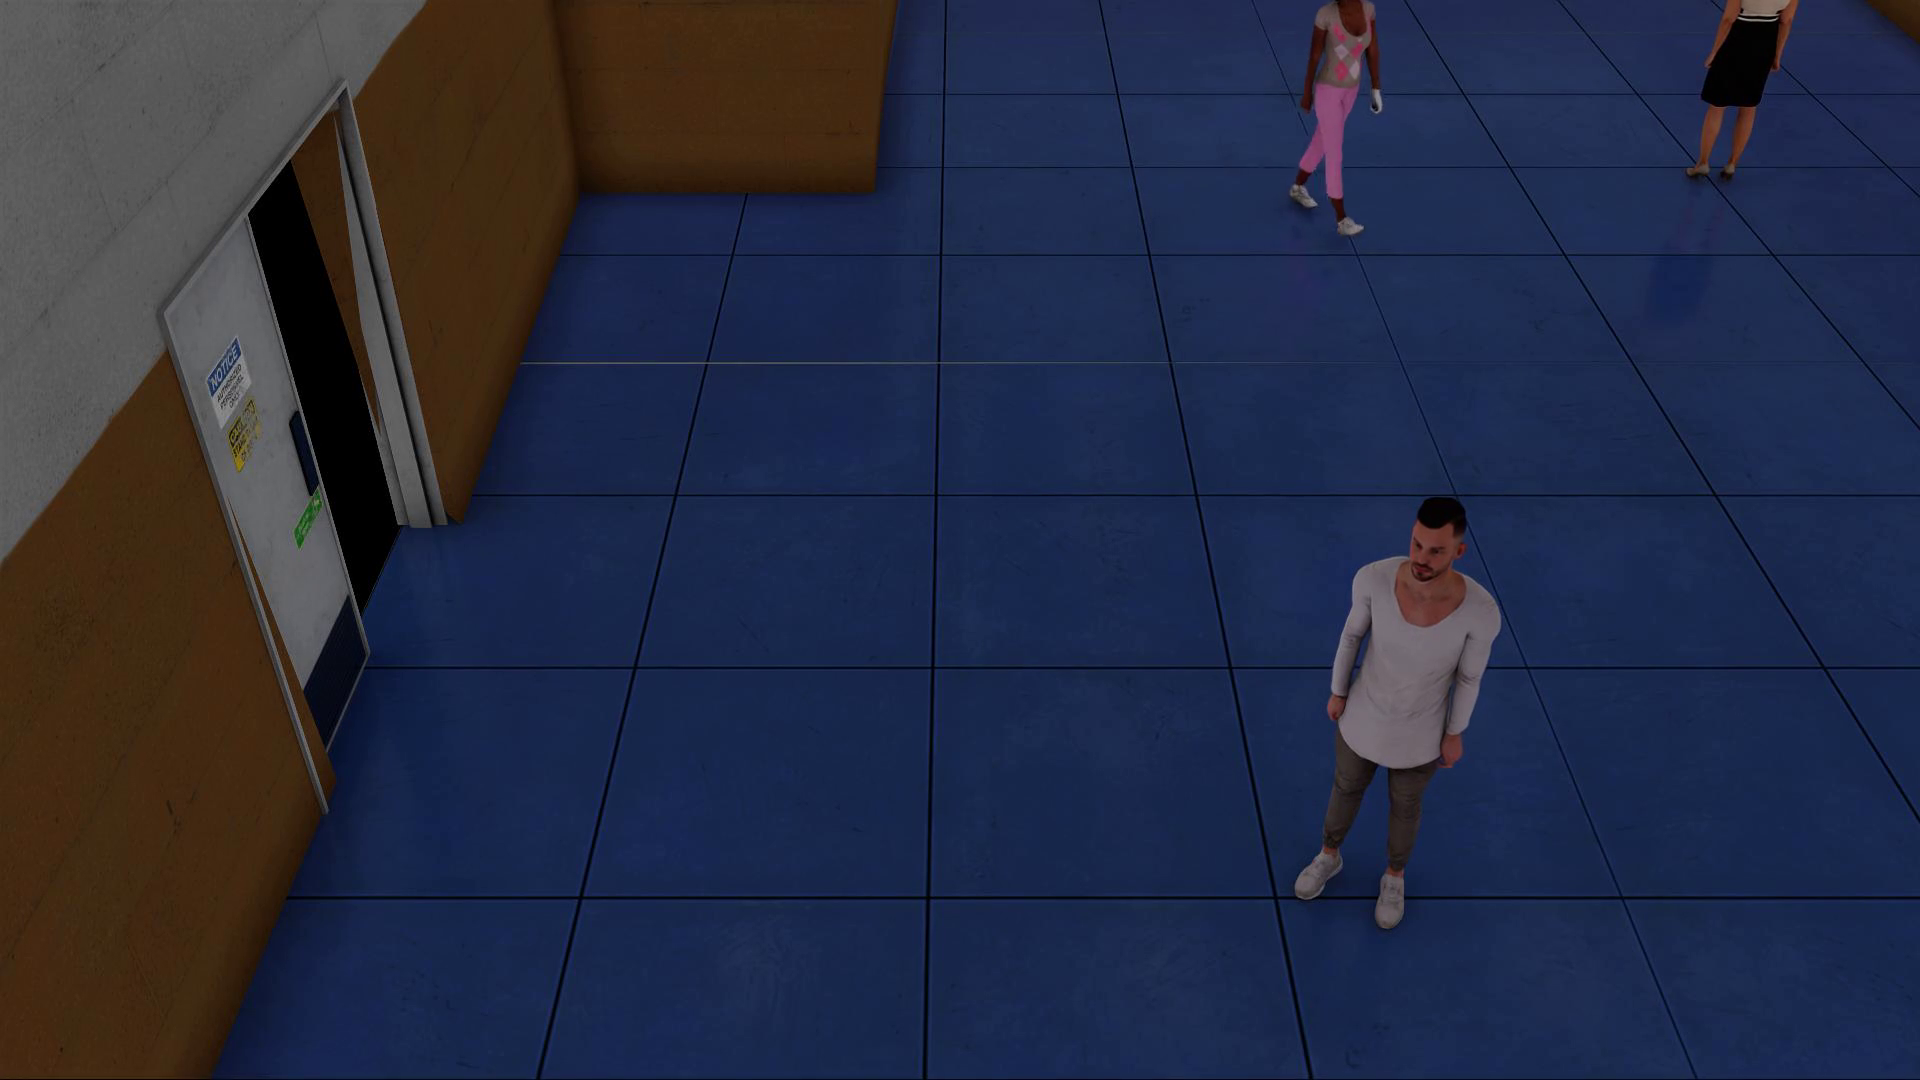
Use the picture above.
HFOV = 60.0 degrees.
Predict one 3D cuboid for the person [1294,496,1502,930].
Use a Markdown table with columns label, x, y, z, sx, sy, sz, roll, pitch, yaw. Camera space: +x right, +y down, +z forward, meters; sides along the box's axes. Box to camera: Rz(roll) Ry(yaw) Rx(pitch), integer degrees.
| label | x | y | z | sx | sy | sz | roll | pitch | yaw |
| --- | --- | --- | --- | --- | --- | --- | --- | --- | --- |
| person | 1.543 | 0.603 | 5.874 | 0.678 | 1.841 | 0.812 | 18 | 40 | 22 |

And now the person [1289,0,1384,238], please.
| label | x | y | z | sx | sy | sz | roll | pitch | yaw |
| --- | --- | --- | --- | --- | --- | --- | --- | --- | --- |
| person | 2.345 | -2.856 | 10.600 | 1.104 | 1.699 | 0.972 | -18 | 40 | -22 |

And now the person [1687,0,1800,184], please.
| label | x | y | z | sx | sy | sz | roll | pitch | yaw |
| --- | --- | --- | --- | --- | --- | --- | --- | --- | --- |
| person | 5.206 | -3.213 | 11.029 | 0.494 | 1.755 | 0.721 | 4 | 37 | 5 |
